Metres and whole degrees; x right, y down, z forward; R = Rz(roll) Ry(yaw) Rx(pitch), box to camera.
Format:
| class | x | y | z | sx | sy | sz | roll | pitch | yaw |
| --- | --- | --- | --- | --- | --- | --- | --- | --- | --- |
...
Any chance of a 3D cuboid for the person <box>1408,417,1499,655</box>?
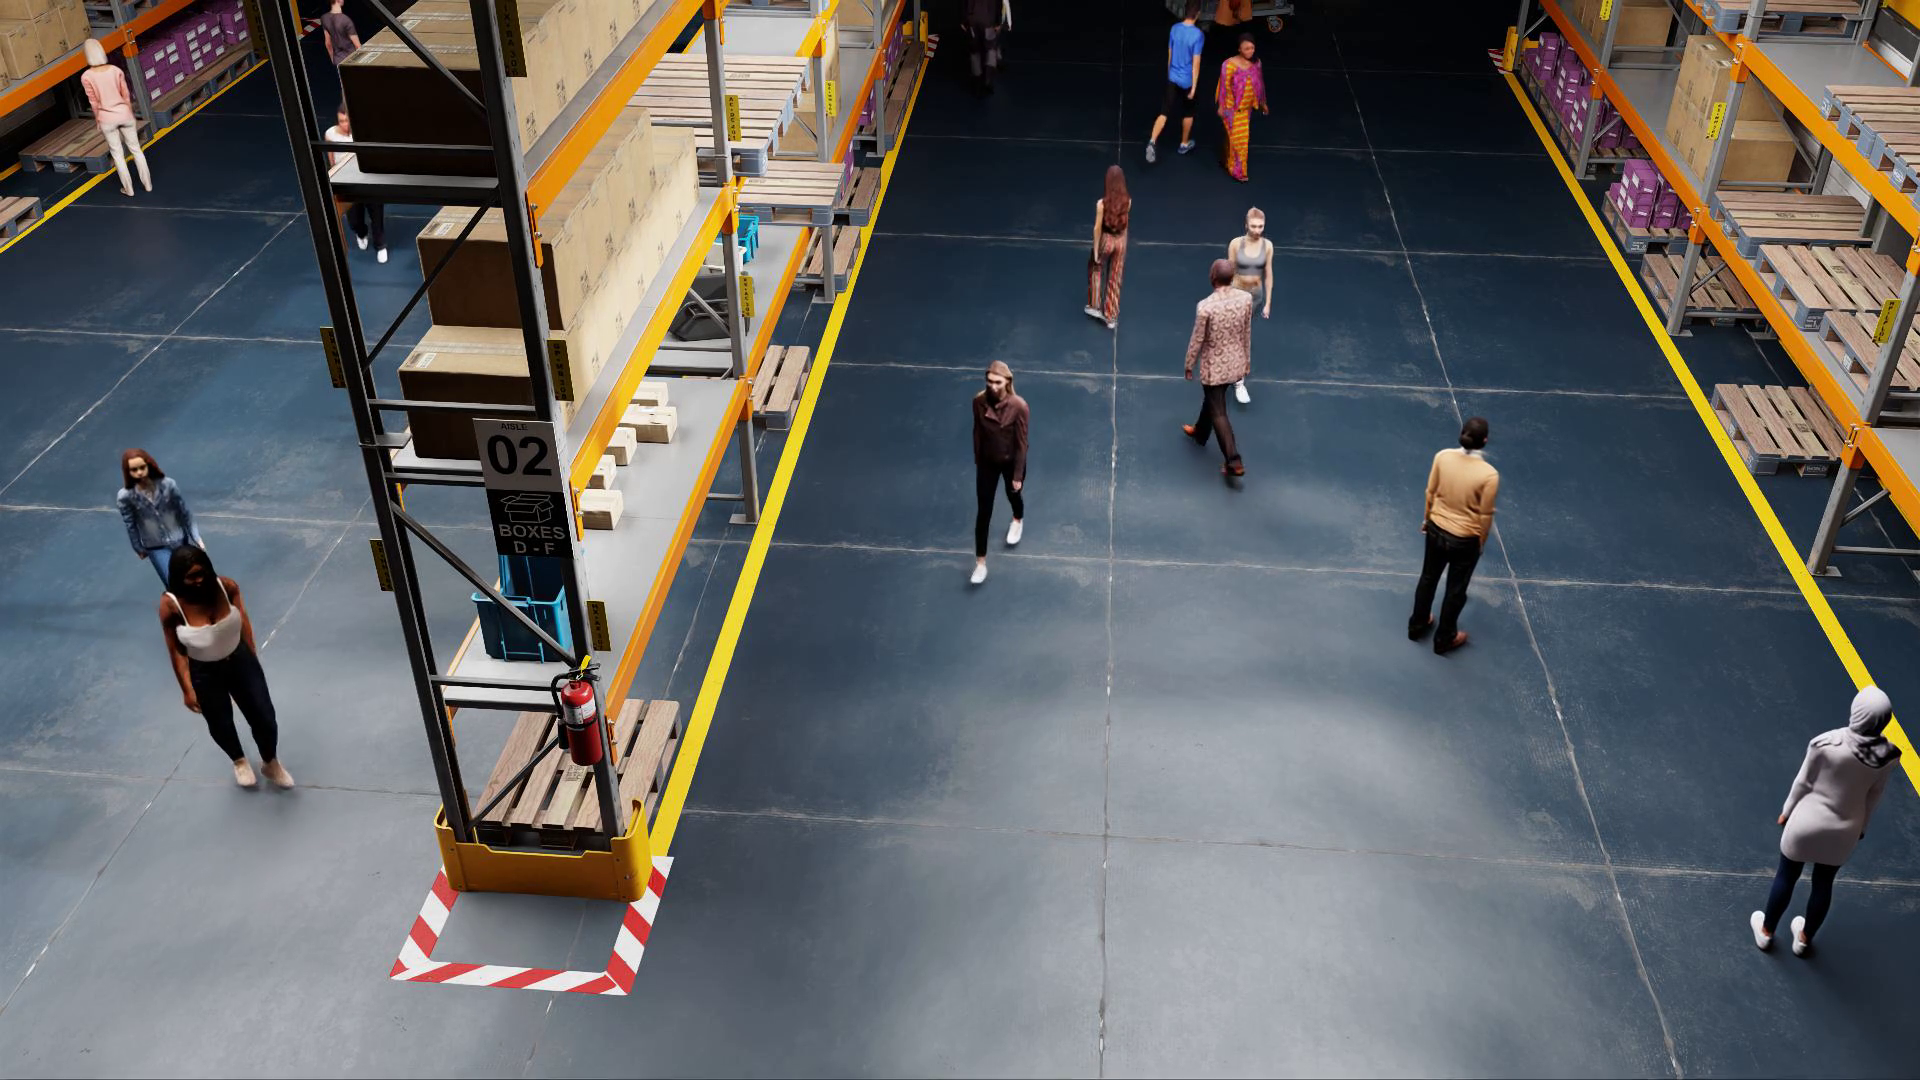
| class | x | y | z | sx | sy | sz | roll | pitch | yaw |
| --- | --- | --- | --- | --- | --- | --- | --- | --- | --- |
| person | 3.363 | -0.034 | 11.331 | 0.784 | 1.747 | 0.732 | -26 | 42 | -34 |

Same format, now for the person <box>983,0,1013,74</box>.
| class | x | y | z | sx | sy | sz | roll | pitch | yaw |
| --- | --- | --- | --- | --- | --- | --- | --- | --- | --- |
| person | 0.446 | -6.862 | 22.060 | 0.858 | 1.242 | 0.949 | -21 | 39 | -29 |

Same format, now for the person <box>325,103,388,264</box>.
| class | x | y | z | sx | sy | sz | roll | pitch | yaw |
| --- | --- | --- | --- | --- | --- | --- | --- | --- | --- |
| person | -6.053 | -3.647 | 16.838 | 0.783 | 1.668 | 0.860 | -7 | 34 | -10 |

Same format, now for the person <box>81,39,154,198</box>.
| class | x | y | z | sx | sy | sz | roll | pitch | yaw |
| --- | --- | --- | --- | --- | --- | --- | --- | --- | --- |
| person | -9.295 | -4.645 | 18.289 | 0.672 | 1.724 | 0.726 | -24 | 40 | -31 |

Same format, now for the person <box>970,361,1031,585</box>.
| class | x | y | z | sx | sy | sz | roll | pitch | yaw |
| --- | --- | --- | --- | --- | --- | --- | --- | --- | --- |
| person | 0.345 | -0.573 | 12.226 | 0.777 | 1.655 | 1.189 | 11 | 35 | 15 |

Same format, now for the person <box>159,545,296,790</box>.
| class | x | y | z | sx | sy | sz | roll | pitch | yaw |
| --- | --- | --- | --- | --- | --- | --- | --- | --- | --- |
| person | -4.534 | 0.751 | 10.107 | 0.821 | 1.794 | 0.878 | -21 | 39 | -28 |

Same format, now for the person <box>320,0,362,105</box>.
| class | x | y | z | sx | sy | sz | roll | pitch | yaw |
| --- | --- | --- | --- | --- | --- | --- | --- | --- | --- |
| person | -7.197 | -5.564 | 19.551 | 0.709 | 1.858 | 0.647 | 12 | 36 | 18 |

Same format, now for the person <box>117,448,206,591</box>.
| class | x | y | z | sx | sy | sz | roll | pitch | yaw |
| --- | --- | --- | --- | --- | --- | --- | --- | --- | --- |
| person | -5.537 | -0.022 | 11.581 | 0.959 | 1.450 | 1.030 | -24 | 40 | -31 |

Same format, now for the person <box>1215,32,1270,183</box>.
| class | x | y | z | sx | sy | sz | roll | pitch | yaw |
| --- | --- | --- | --- | --- | --- | --- | --- | --- | --- |
| person | 3.117 | -4.933 | 18.792 | 0.926 | 1.647 | 1.007 | -21 | 39 | -29 |

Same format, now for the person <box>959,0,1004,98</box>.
| class | x | y | z | sx | sy | sz | roll | pitch | yaw |
| --- | --- | --- | --- | --- | --- | --- | --- | --- | --- |
| person | 0.253 | -6.504 | 20.902 | 0.727 | 1.928 | 0.792 | 0 | 34 | 0 |

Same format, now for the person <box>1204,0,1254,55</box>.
| class | x | y | z | sx | sy | sz | roll | pitch | yaw |
| --- | --- | --- | --- | --- | --- | --- | --- | --- | --- |
| person | 3.511 | -7.055 | 21.958 | 0.979 | 1.676 | 1.163 | 14 | 36 | 20 |

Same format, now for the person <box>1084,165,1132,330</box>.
| class | x | y | z | sx | sy | sz | roll | pitch | yaw |
| --- | --- | --- | --- | --- | --- | --- | --- | --- | --- |
| person | 1.452 | -2.717 | 15.548 | 0.664 | 1.548 | 0.756 | -10 | 35 | -15 |

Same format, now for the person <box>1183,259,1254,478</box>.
| class | x | y | z | sx | sy | sz | roll | pitch | yaw |
| --- | --- | --- | --- | --- | --- | --- | --- | --- | --- |
| person | 2.115 | -1.327 | 13.250 | 1.149 | 1.776 | 1.321 | -17 | 37 | -24 |

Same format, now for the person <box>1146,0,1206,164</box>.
| class | x | y | z | sx | sy | sz | roll | pitch | yaw |
| --- | --- | --- | --- | --- | --- | --- | --- | --- | --- |
| person | 2.488 | -5.208 | 19.039 | 1.027 | 1.831 | 1.318 | 19 | 38 | 27 |

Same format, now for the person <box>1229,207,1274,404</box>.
| class | x | y | z | sx | sy | sz | roll | pitch | yaw |
| --- | --- | --- | --- | --- | --- | --- | --- | --- | --- |
| person | 2.476 | -2.126 | 14.561 | 0.764 | 1.655 | 1.210 | -3 | 34 | -5 |

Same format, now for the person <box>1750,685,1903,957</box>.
| class | x | y | z | sx | sy | sz | roll | pitch | yaw |
| --- | --- | --- | --- | --- | --- | --- | --- | --- | --- |
| person | 4.656 | 1.531 | 8.951 | 0.618 | 1.775 | 0.548 | 5 | 34 | 8 |
